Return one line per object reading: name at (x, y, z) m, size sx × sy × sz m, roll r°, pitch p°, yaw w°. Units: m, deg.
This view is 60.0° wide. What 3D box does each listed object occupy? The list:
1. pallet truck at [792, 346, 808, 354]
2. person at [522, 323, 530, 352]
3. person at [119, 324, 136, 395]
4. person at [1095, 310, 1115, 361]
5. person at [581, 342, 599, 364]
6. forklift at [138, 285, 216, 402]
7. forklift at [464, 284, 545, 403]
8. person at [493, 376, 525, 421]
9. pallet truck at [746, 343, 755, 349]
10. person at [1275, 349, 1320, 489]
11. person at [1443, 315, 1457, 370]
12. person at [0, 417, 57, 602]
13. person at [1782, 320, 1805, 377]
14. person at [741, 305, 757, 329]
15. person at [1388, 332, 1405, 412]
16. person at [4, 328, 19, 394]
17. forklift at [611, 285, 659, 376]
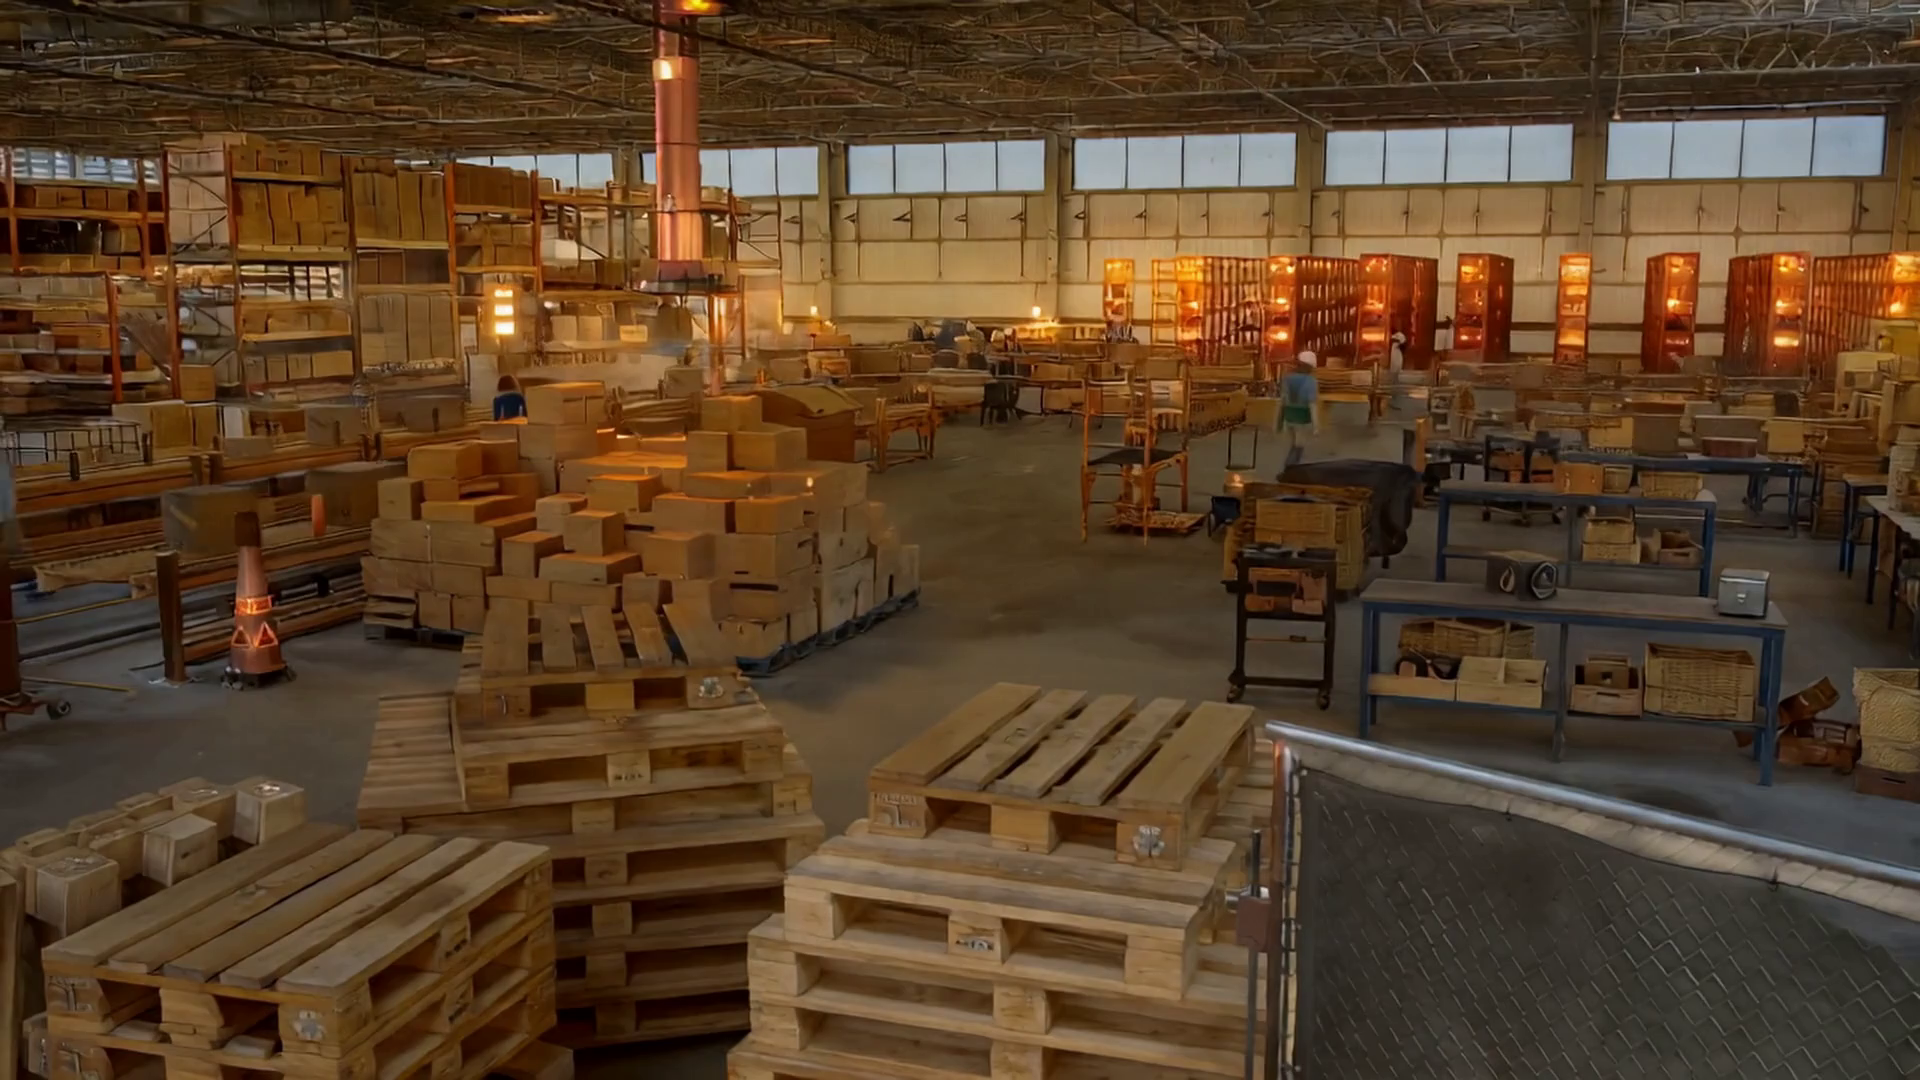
pallet truck at (-3.705, -4.298, 42.022) m, size 0.653 × 1.274 × 1.630 m, roll 3°, pitch 10°, yaw 20°
person at (-12.384, -5.320, 47.126) m, size 0.535 × 1.720 × 0.893 m, roll 3°, pitch 10°, yaw 20°
person at (-21.064, -4.558, 42.037) m, size 0.613 × 1.813 × 0.429 m, roll 3°, pitch 10°, yaw 18°
person at (4.618, -6.415, 53.344) m, size 0.610 × 1.922 × 0.662 m, roll -3°, pitch 10°, yaw -19°
person at (-9.643, -4.693, 43.289) m, size 0.550 × 1.672 × 0.618 m, roll -1°, pitch 9°, yaw -4°
forklift at (-17.480, -4.200, 36.461) m, size 1.873 × 2.768 × 1.129 m, roll 3°, pitch 10°, yaw 19°
forklift at (-10.832, -4.702, 39.610) m, size 1.129 × 2.768 × 1.873 m, roll 3°, pitch 10°, yaw 20°
person at (-6.339, -1.497, 23.420) m, size 0.279 × 1.624 × 0.494 m, roll 7°, pitch 11°, yaw 37°
pallet truck at (-6.183, -4.618, 44.264) m, size 1.601 × 1.201 × 0.680 m, roll -9°, pitch 12°, yaw -43°
person at (4.774, -1.680, 23.359) m, size 0.614 × 2.003 × 0.567 m, roll 9°, pitch 13°, yaw 44°
person at (15.178, -6.067, 51.519) m, size 0.533 × 1.812 × 0.619 m, roll 3°, pitch 10°, yaw 20°
person at (-8.848, -0.263, 15.178) m, size 0.595 × 1.794 × 0.919 m, roll 5°, pitch 10°, yaw 27°
person at (24.183, -5.560, 48.365) m, size 0.858 × 1.807 × 0.597 m, roll 3°, pitch 10°, yaw 20°
person at (-7.636, -7.558, 60.421) m, size 0.622 × 1.968 × 0.895 m, roll 3°, pitch 10°, yaw 20°
person at (9.690, -3.725, 36.963) m, size 0.327 × 1.769 × 0.525 m, roll 3°, pitch 9°, yaw 17°
person at (-20.483, -3.614, 35.828) m, size 0.450 × 1.912 × 0.537 m, roll 2°, pitch 9°, yaw 13°
forklift at (-9.712, -6.139, 48.633) m, size 1.129 × 2.768 × 1.873 m, roll 3°, pitch 10°, yaw 20°
